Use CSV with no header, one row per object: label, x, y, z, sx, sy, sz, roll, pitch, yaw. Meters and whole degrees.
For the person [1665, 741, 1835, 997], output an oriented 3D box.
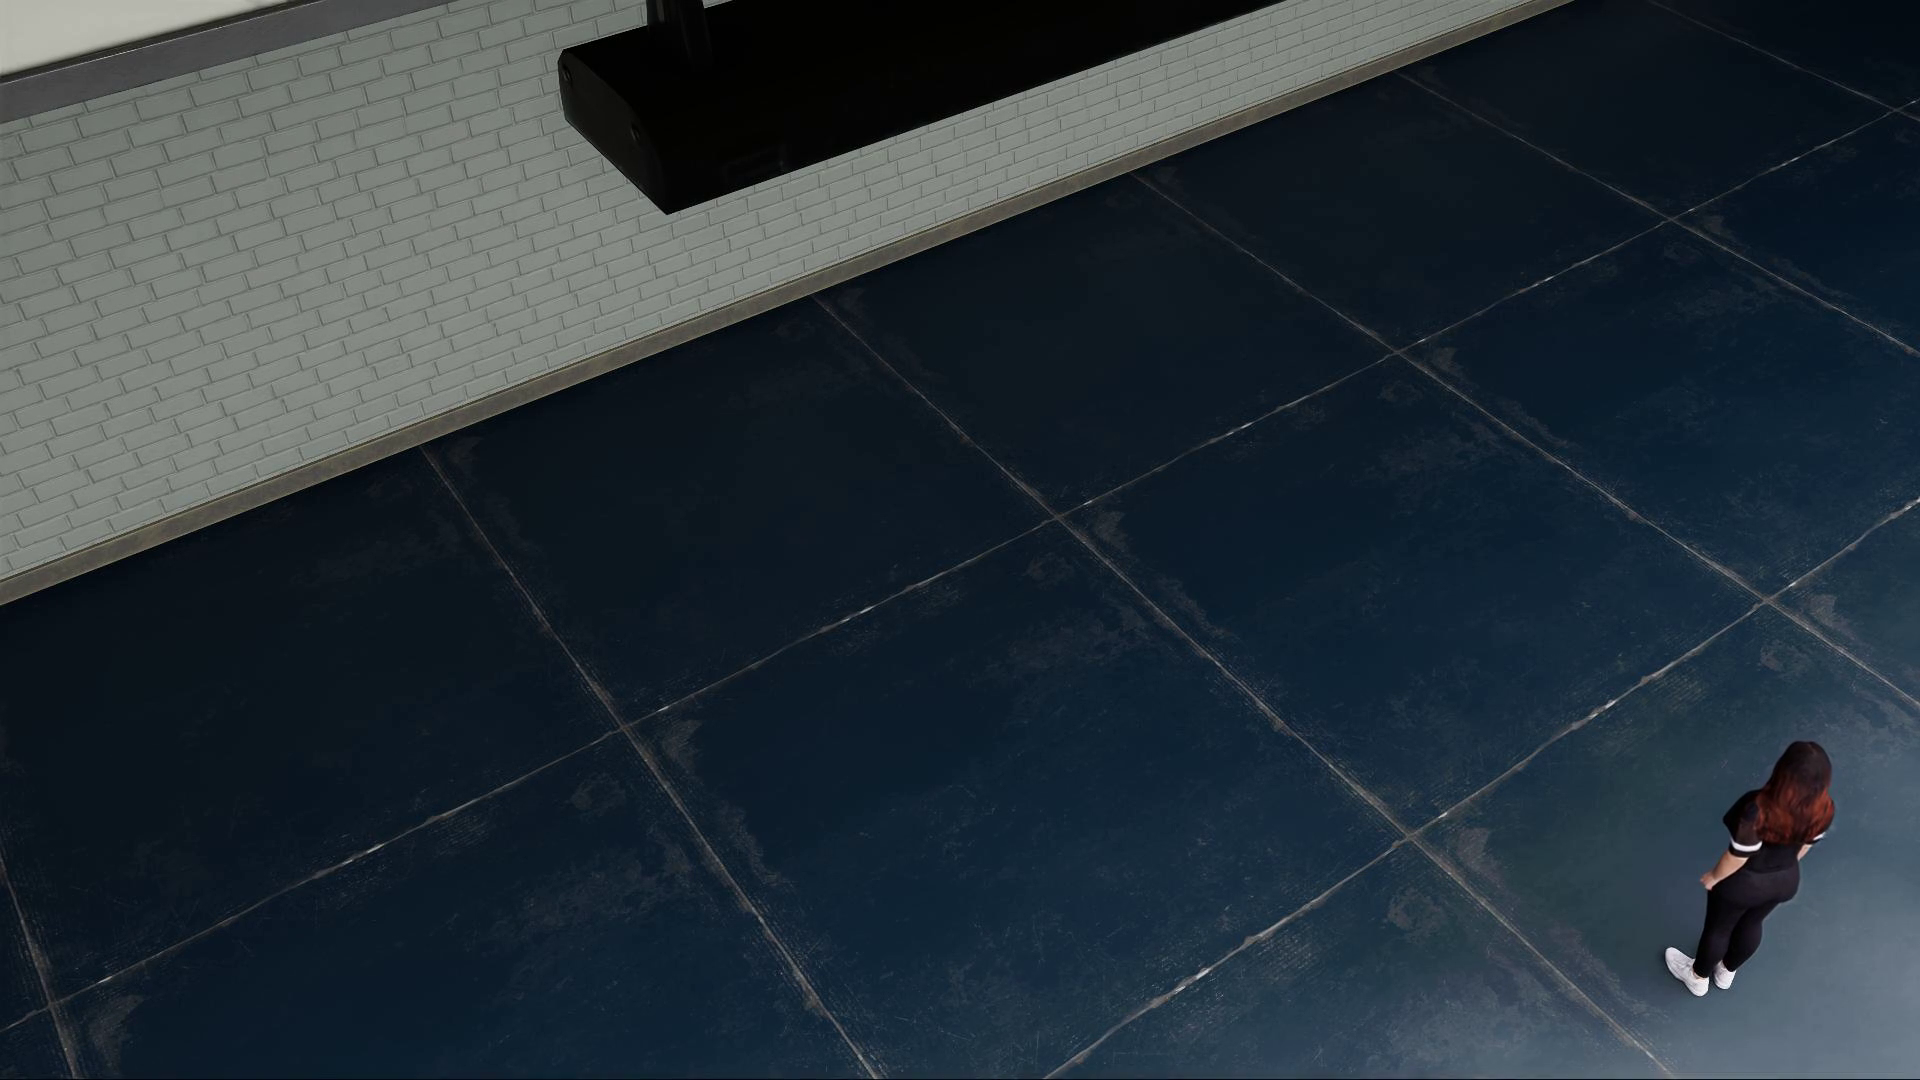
person,3.556,1.489,7.446,0.694,1.638,0.706,-8,44,-9
